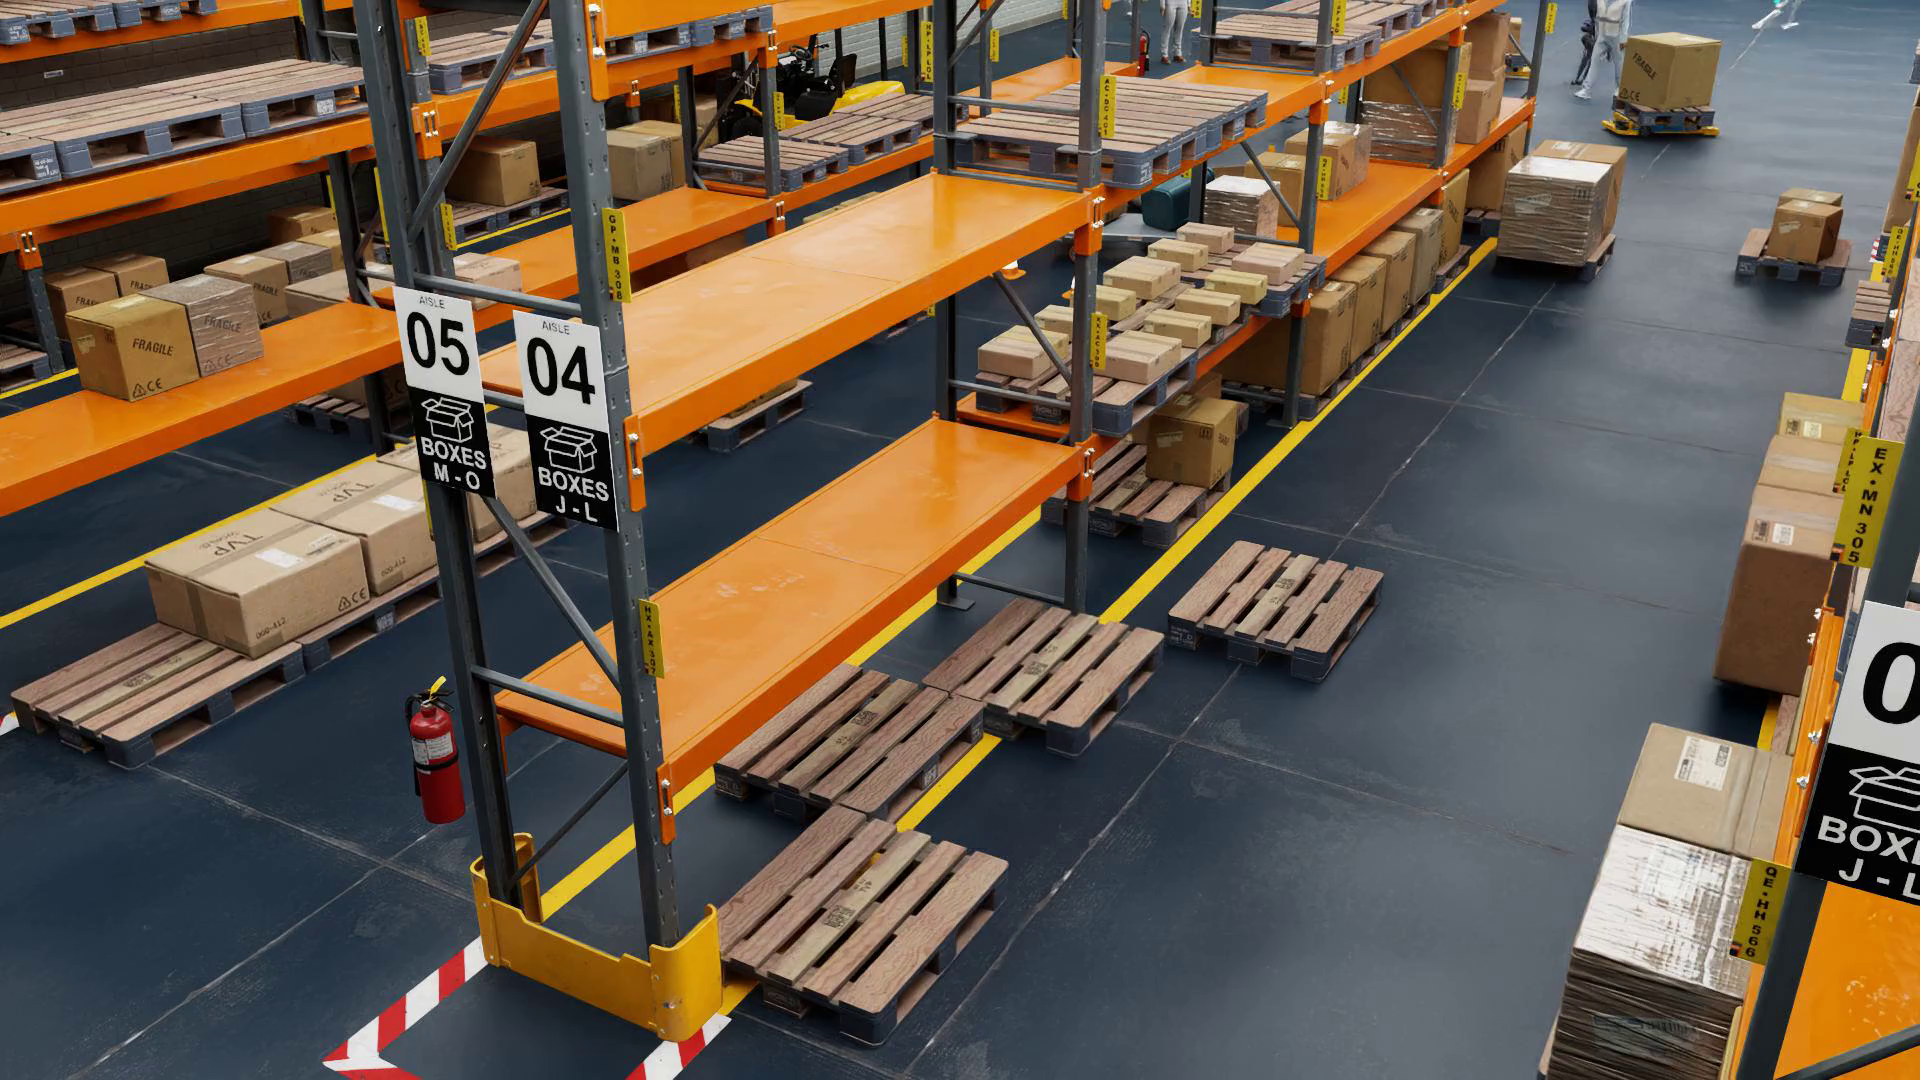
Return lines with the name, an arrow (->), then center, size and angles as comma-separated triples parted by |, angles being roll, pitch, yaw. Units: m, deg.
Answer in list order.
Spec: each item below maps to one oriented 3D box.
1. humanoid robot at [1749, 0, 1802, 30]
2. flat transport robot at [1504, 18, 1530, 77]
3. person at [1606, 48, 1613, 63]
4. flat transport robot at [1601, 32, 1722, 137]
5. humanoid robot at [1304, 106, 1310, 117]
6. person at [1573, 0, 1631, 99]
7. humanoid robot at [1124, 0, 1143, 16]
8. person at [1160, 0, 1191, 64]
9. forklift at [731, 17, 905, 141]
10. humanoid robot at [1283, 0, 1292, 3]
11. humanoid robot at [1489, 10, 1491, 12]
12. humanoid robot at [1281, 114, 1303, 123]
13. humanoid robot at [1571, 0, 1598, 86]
humanoid robot -> 15.693, -10.535, 31.598 | 1.039, 1.771, 0.548 | 1, 26, 3
flat transport robot -> 8.744, -7.869, 27.693 | 1.431, 0.231, 0.659 | 2, 26, 5
person -> 11.115, -9.139, 28.402 | 0.610, 1.947, 0.594 | 9, 27, 17
flat transport robot -> 9.941, -5.894, 23.590 | 1.431, 0.231, 0.659 | 0, 26, 0
humanoid robot -> 5.231, -7.024, 24.300 | 0.602, 1.649, 0.328 | 14, 29, 26
person -> 10.027, -7.759, 25.640 | 1.029, 1.854, 0.673 | -17, 31, -32
humanoid robot -> 3.424, -11.198, 32.938 | 0.912, 1.766, 0.542 | -23, 34, -39
person -> 3.685, -9.144, 28.419 | 0.636, 1.938, 0.359 | -12, 28, -23
forklift -> -1.819, -5.975, 21.543 | 2.313, 2.155, 1.214 | 14, 29, 26
humanoid robot -> 6.228, -10.254, 31.022 | 0.673, 1.862, 0.541 | -14, 29, -27
humanoid robot -> 9.071, -9.444, 29.322 | 0.535, 1.813, 0.787 | -7, 27, -14
humanoid robot -> 4.872, -6.911, 24.077 | 0.316, 1.648, 0.611 | 11, 28, 21
humanoid robot -> 10.091, -8.090, 26.539 | 0.418, 1.648, 0.616 | 12, 28, 24
